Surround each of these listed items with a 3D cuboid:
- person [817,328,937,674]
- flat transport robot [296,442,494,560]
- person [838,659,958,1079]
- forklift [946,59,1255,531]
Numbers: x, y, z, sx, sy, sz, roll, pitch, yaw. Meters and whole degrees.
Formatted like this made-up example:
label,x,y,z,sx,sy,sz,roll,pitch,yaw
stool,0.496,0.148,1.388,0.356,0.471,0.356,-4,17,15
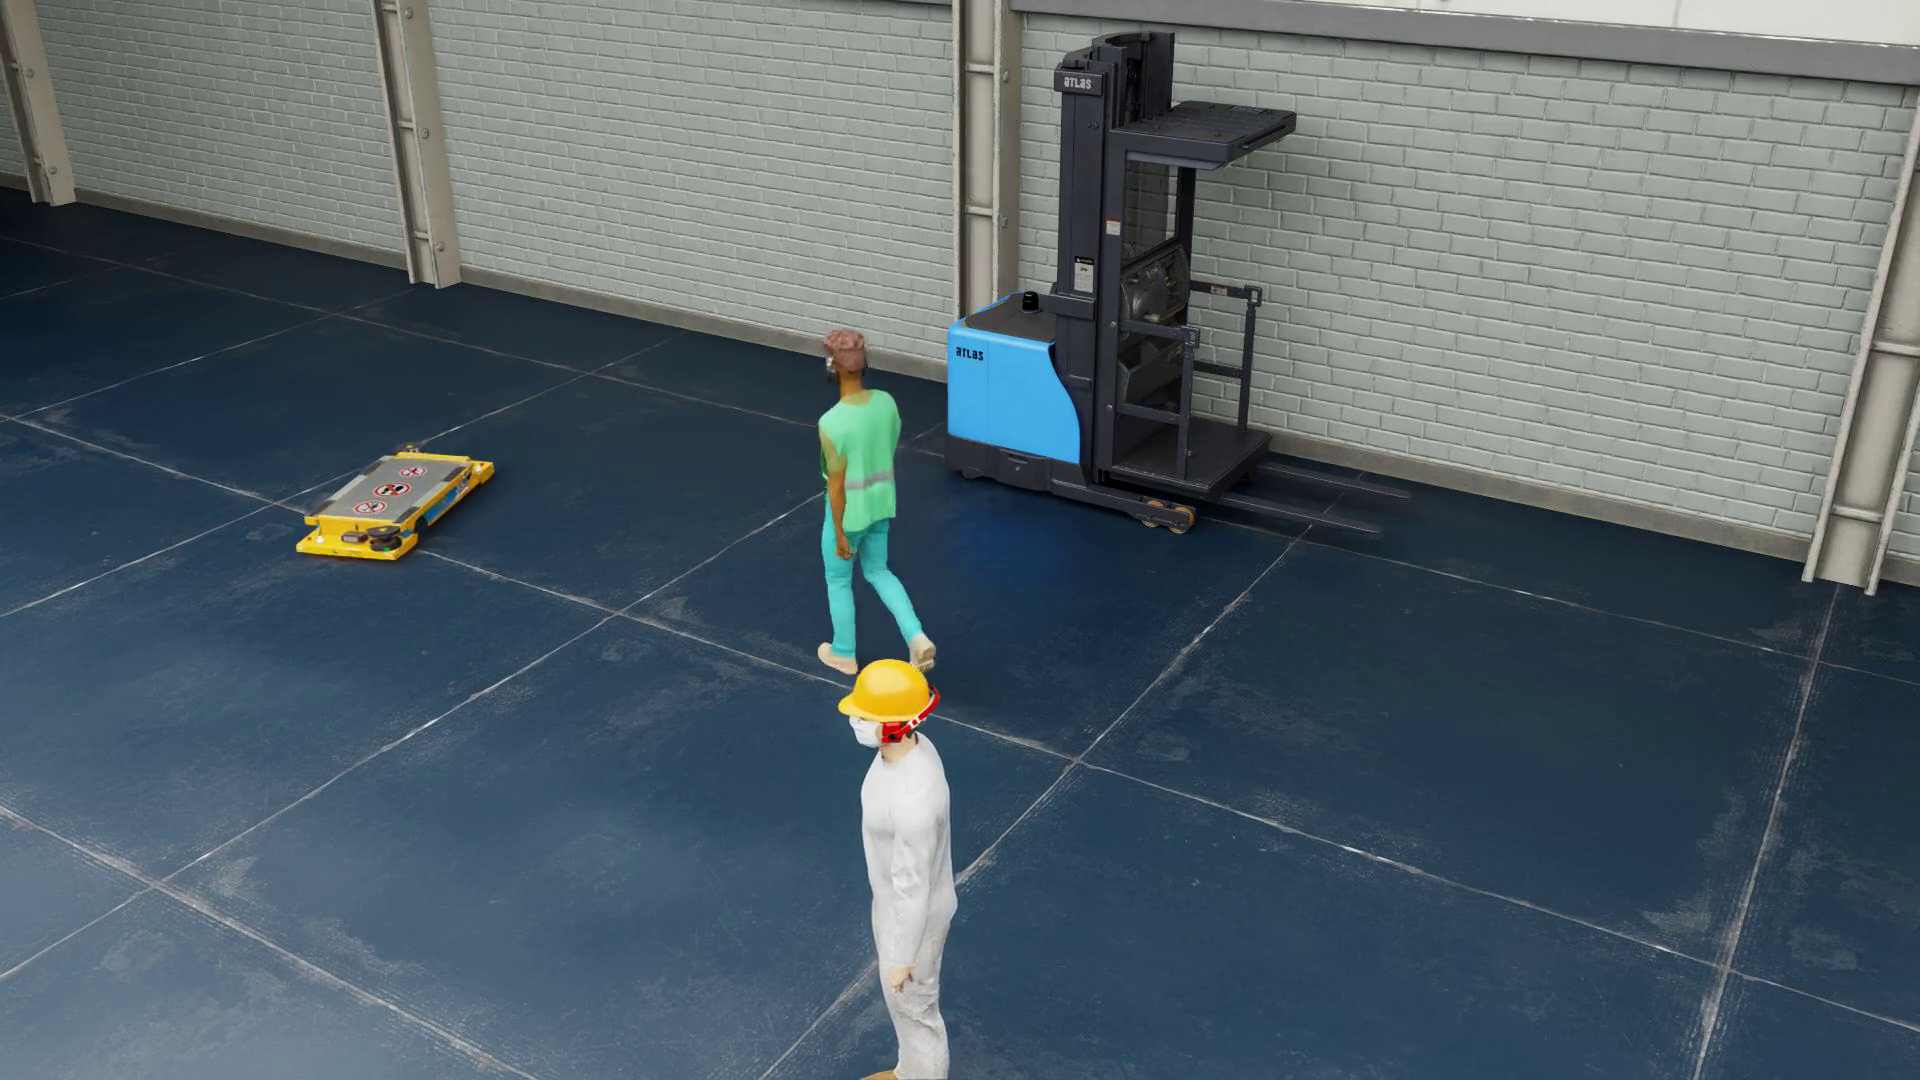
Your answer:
label,x,y,z,sx,sy,sz,roll,pitch,yaw
person,-0.482,-0.134,8.565,0.492,1.960,0.707,-21,33,-37
flat transport robot,-3.643,-0.260,10.809,0.659,0.231,1.431,4,26,9
person,-0.201,1.258,5.716,0.378,1.893,0.571,-4,26,-8
forklift,0.933,-1.707,10.833,1.873,2.768,1.129,15,29,28
